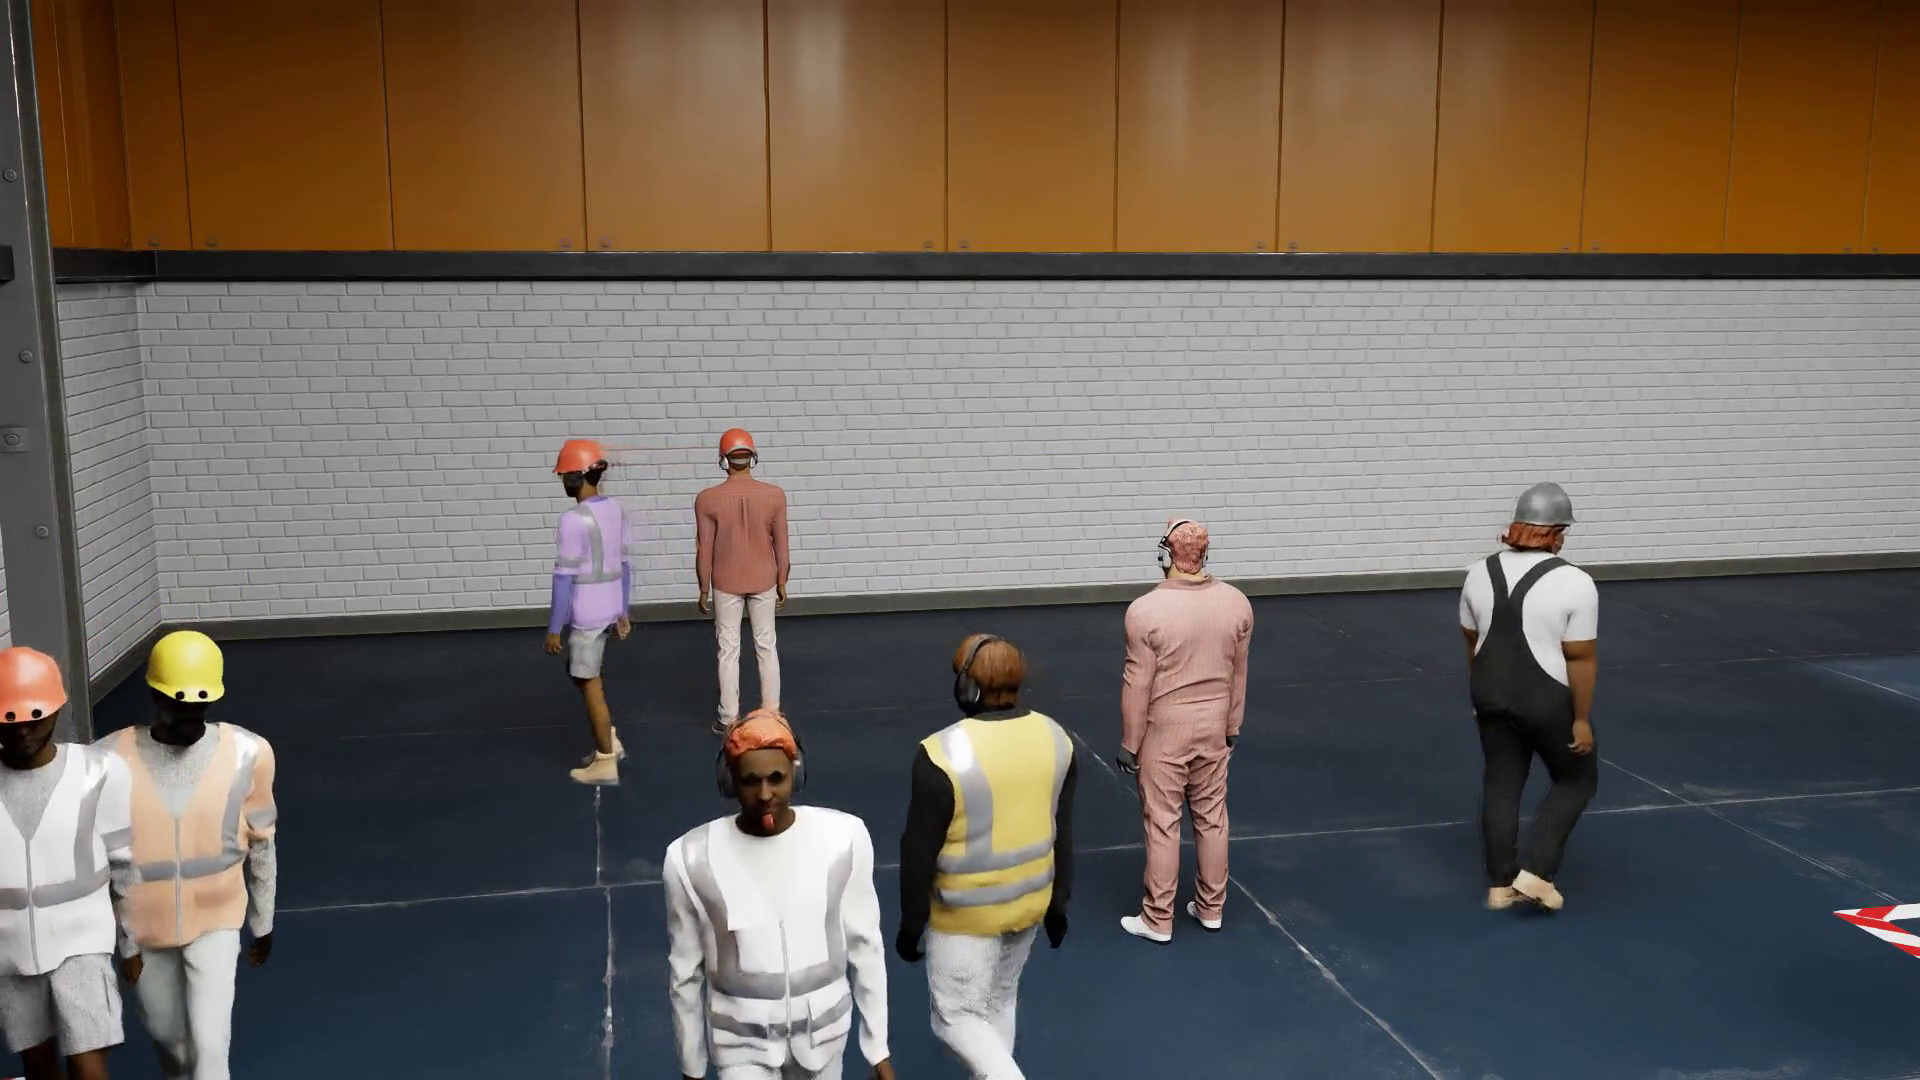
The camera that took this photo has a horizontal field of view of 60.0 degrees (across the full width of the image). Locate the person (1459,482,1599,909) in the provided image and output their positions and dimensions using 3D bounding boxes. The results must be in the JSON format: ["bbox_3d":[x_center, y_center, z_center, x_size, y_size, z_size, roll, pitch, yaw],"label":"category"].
[{"bbox_3d":[2.670,0.729,7.735,0.535,2.000,0.711,-7,12,-36],"label":"person"}]

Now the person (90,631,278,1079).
[{"bbox_3d":[-2.515,1.191,5.395,0.604,1.886,0.931,-4,10,-22],"label":"person"}]

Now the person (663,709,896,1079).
[{"bbox_3d":[-0.513,1.344,4.574,0.578,1.857,0.914,-3,10,-17],"label":"person"}]

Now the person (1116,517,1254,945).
[{"bbox_3d":[0.976,0.847,7.424,0.642,1.909,0.409,-5,10,-27],"label":"person"}]

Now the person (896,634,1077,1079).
[{"bbox_3d":[0.132,1.216,5.448,0.627,1.820,0.710,-8,12,-40],"label":"person"}]

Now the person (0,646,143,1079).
[{"bbox_3d":[-2.760,1.256,4.977,0.566,1.886,0.983,-3,10,-20],"label":"person"}]

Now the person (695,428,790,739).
[{"bbox_3d":[-1.388,0.279,10.632,0.609,1.991,0.384,-3,10,-19],"label":"person"}]

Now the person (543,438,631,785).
[{"bbox_3d":[-2.185,0.427,9.625,0.492,2.029,0.613,2,10,12],"label":"person"}]
